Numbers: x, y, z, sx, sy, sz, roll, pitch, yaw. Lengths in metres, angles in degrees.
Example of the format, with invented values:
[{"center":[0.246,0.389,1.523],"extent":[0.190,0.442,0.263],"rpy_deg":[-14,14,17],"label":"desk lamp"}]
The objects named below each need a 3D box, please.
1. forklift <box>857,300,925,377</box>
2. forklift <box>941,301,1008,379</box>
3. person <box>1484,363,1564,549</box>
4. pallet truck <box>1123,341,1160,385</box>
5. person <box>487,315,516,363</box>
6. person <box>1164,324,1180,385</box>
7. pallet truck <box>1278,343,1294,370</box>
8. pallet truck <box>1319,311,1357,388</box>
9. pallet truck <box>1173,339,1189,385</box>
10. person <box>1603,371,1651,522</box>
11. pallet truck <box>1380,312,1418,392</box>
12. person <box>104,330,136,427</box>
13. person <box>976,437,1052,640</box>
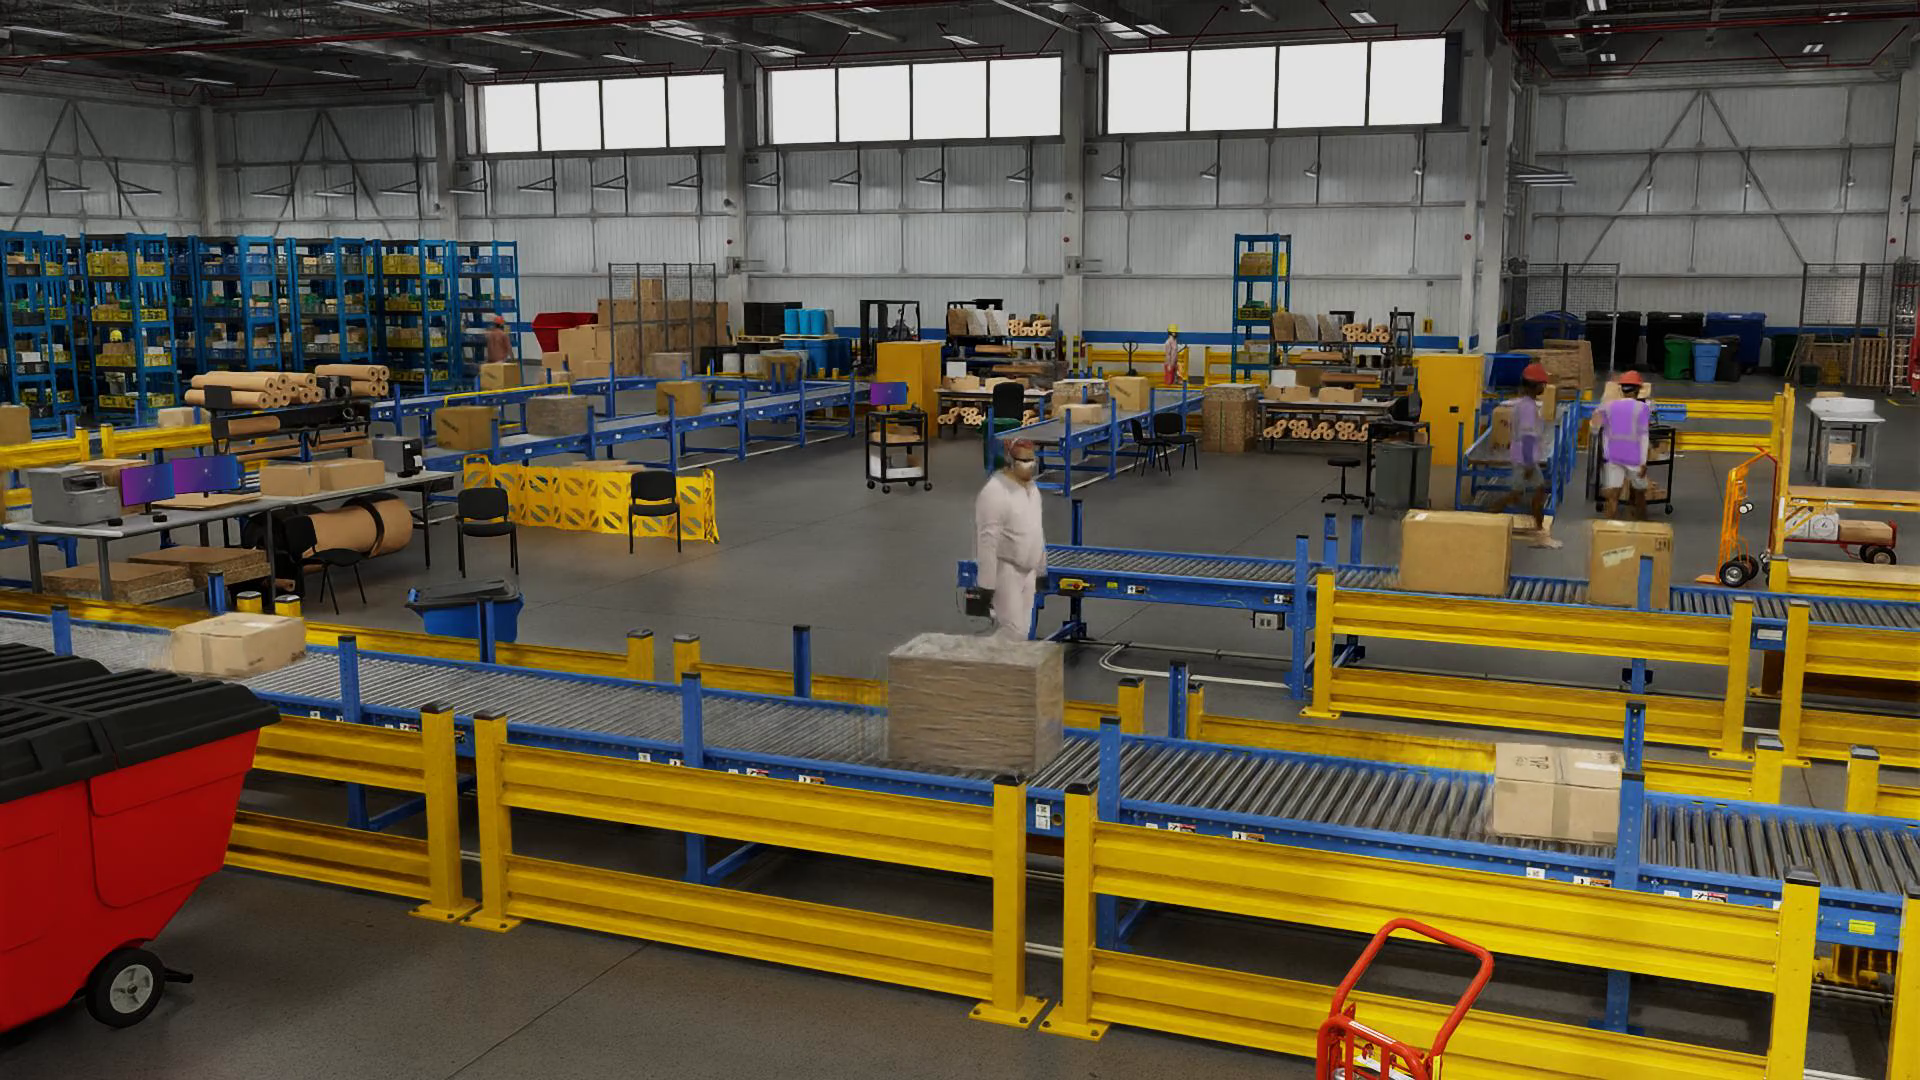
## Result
[{"center":[-1.732,-5.109,42.468],"extent":[1.157,1.987,2.680],"rpy_deg":[4,10,22],"label":"forklift"},{"center":[0.365,-4.966,41.571],"extent":[1.157,1.987,2.680],"rpy_deg":[3,10,20],"label":"forklift"},{"center":[5.983,-0.894,17.817],"extent":[0.965,2.007,0.627],"rpy_deg":[3,10,17],"label":"person"},{"center":[4.445,-4.380,41.279],"extent":[0.680,1.201,1.601],"rpy_deg":[4,10,22],"label":"pallet truck"},{"center":[-10.201,-3.986,36.772],"extent":[0.621,1.945,1.058],"rpy_deg":[7,12,38],"label":"person"},{"center":[4.599,-3.789,36.077],"extent":[0.314,1.769,0.525],"rpy_deg":[4,10,23],"label":"person"},{"center":[7.886,-4.163,39.743],"extent":[0.653,1.274,1.630],"rpy_deg":[4,10,22],"label":"pallet truck"},{"center":[9.071,-4.419,39.190],"extent":[0.823,1.965,1.885],"rpy_deg":[5,10,26],"label":"pallet truck"},{"center":[5.418,-4.269,40.420],"extent":[0.704,1.261,1.522],"rpy_deg":[3,10,20],"label":"pallet truck"},{"center":[7.320,-0.891,18.131],"extent":[0.942,1.888,0.564],"rpy_deg":[-8,12,-40],"label":"person"},{"center":[10.207,-4.283,38.369],"extent":[0.823,1.965,1.885],"rpy_deg":[3,10,20],"label":"pallet truck"},{"center":[-15.789,-3.028,31.248],"extent":[0.590,1.837,0.403],"rpy_deg":[0,9,2],"label":"person"},{"center":[0.336,0.230,11.379],"extent":[0.476,1.887,0.644],"rpy_deg":[5,11,29],"label":"person"}]
